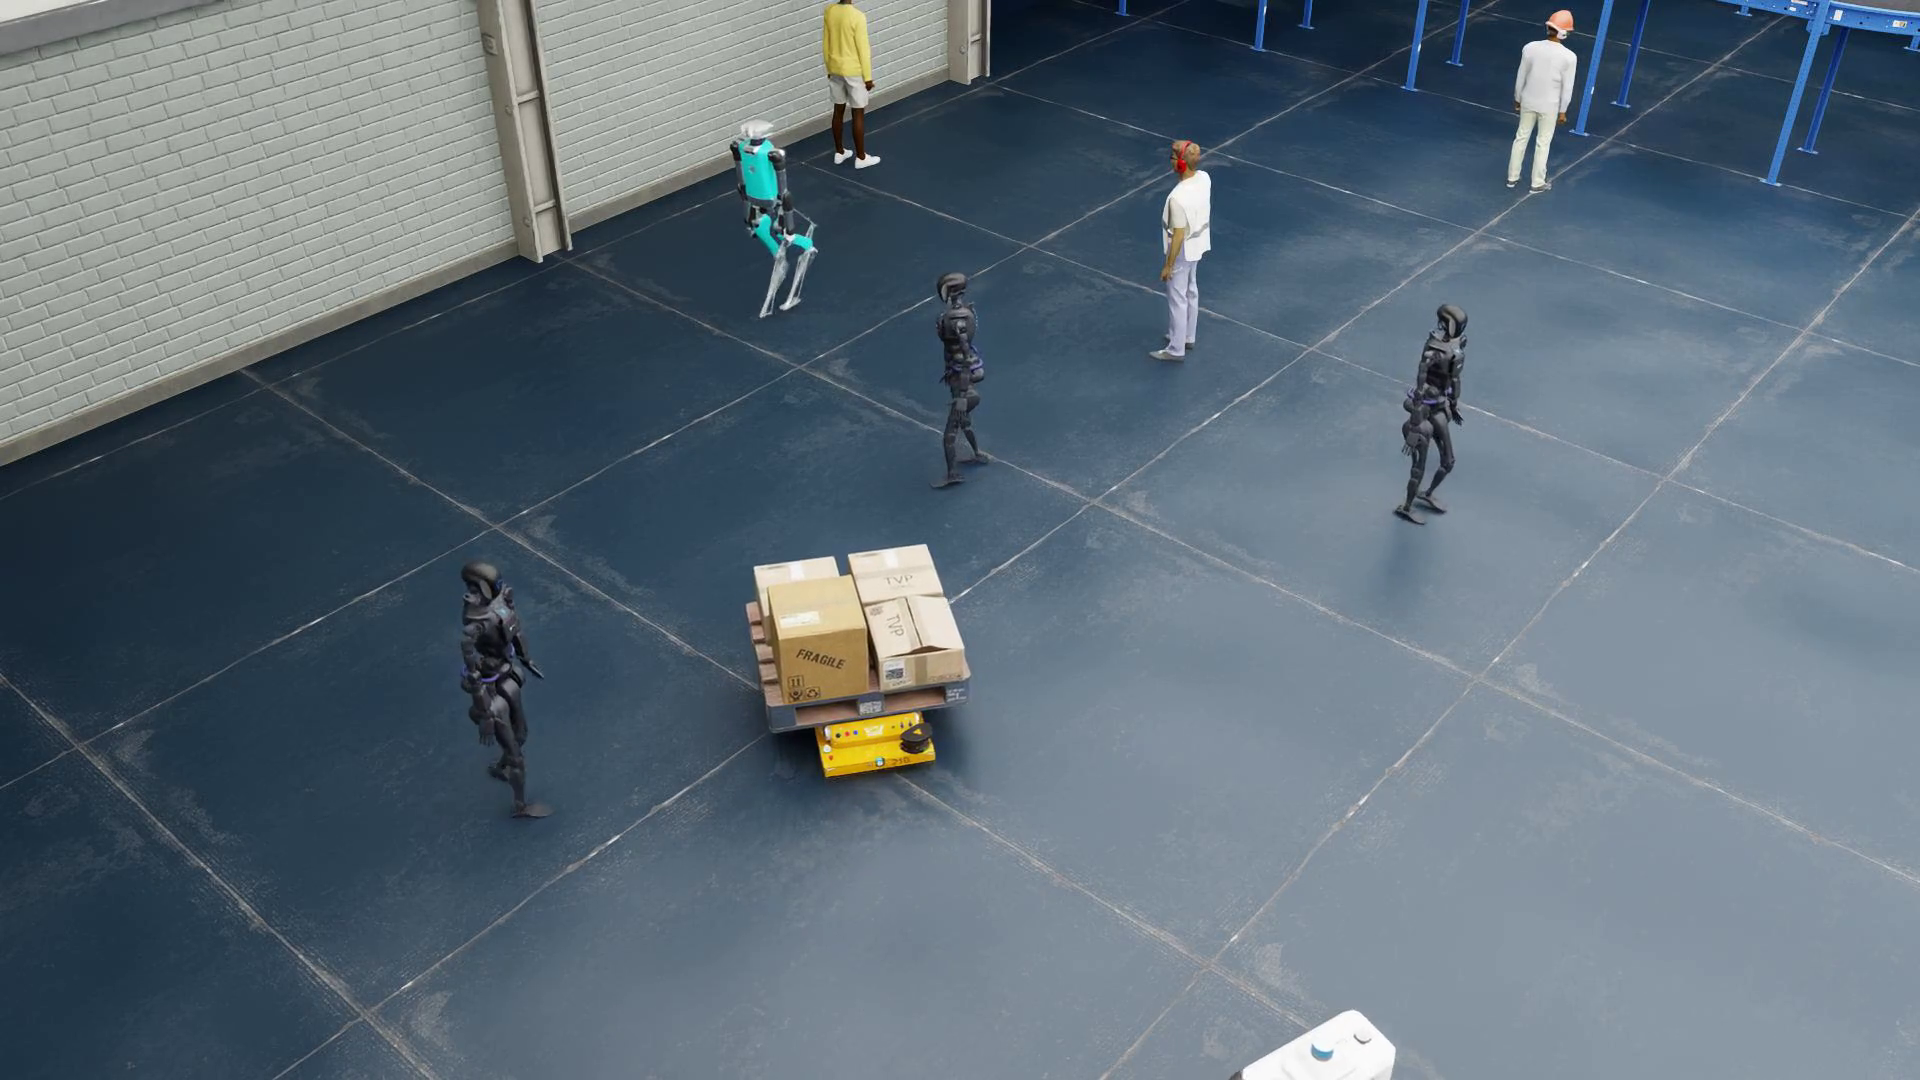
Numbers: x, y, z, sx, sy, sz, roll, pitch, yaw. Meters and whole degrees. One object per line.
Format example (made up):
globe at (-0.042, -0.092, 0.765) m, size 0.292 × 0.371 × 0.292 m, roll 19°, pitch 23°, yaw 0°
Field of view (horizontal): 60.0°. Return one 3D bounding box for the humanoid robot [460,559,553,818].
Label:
humanoid robot at (-2.526, 0.785, 9.107) m, size 0.505 × 1.640 × 0.593 m, roll 7°, pitch 36°, yaw 10°

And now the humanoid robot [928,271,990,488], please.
humanoid robot at (0.006, -1.139, 11.780) m, size 0.525 × 1.646 × 0.598 m, roll -7°, pitch 36°, yaw -9°

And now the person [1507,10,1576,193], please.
person at (5.624, -4.229, 16.054) m, size 0.344 × 1.741 × 0.563 m, roll -30°, pitch 45°, yaw -35°

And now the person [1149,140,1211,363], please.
person at (1.786, -2.284, 13.236) m, size 0.373 × 1.842 × 0.568 m, roll 18°, pitch 39°, yaw 23°

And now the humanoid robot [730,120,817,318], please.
humanoid robot at (-1.498, -2.697, 13.917) m, size 0.550 × 1.795 × 0.779 m, roll 21°, pitch 41°, yaw 27°

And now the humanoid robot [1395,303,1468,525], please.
humanoid robot at (3.238, -0.856, 11.369) m, size 0.346 × 1.648 × 0.610 m, roll 29°, pitch 45°, yaw 35°

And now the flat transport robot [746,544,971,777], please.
flat transport robot at (-0.622, 0.865, 10.173) m, size 0.659 × 0.231 × 1.431 m, roll -8°, pitch 36°, yaw -10°

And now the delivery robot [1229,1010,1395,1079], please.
delivery robot at (1.619, 2.505, 7.633) m, size 0.807 × 0.606 × 0.499 m, roll -20°, pitch 40°, yaw -25°

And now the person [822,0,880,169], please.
person at (-1.108, -4.640, 16.499) m, size 0.544 × 1.900 × 0.382 m, roll 23°, pitch 41°, yaw 29°
